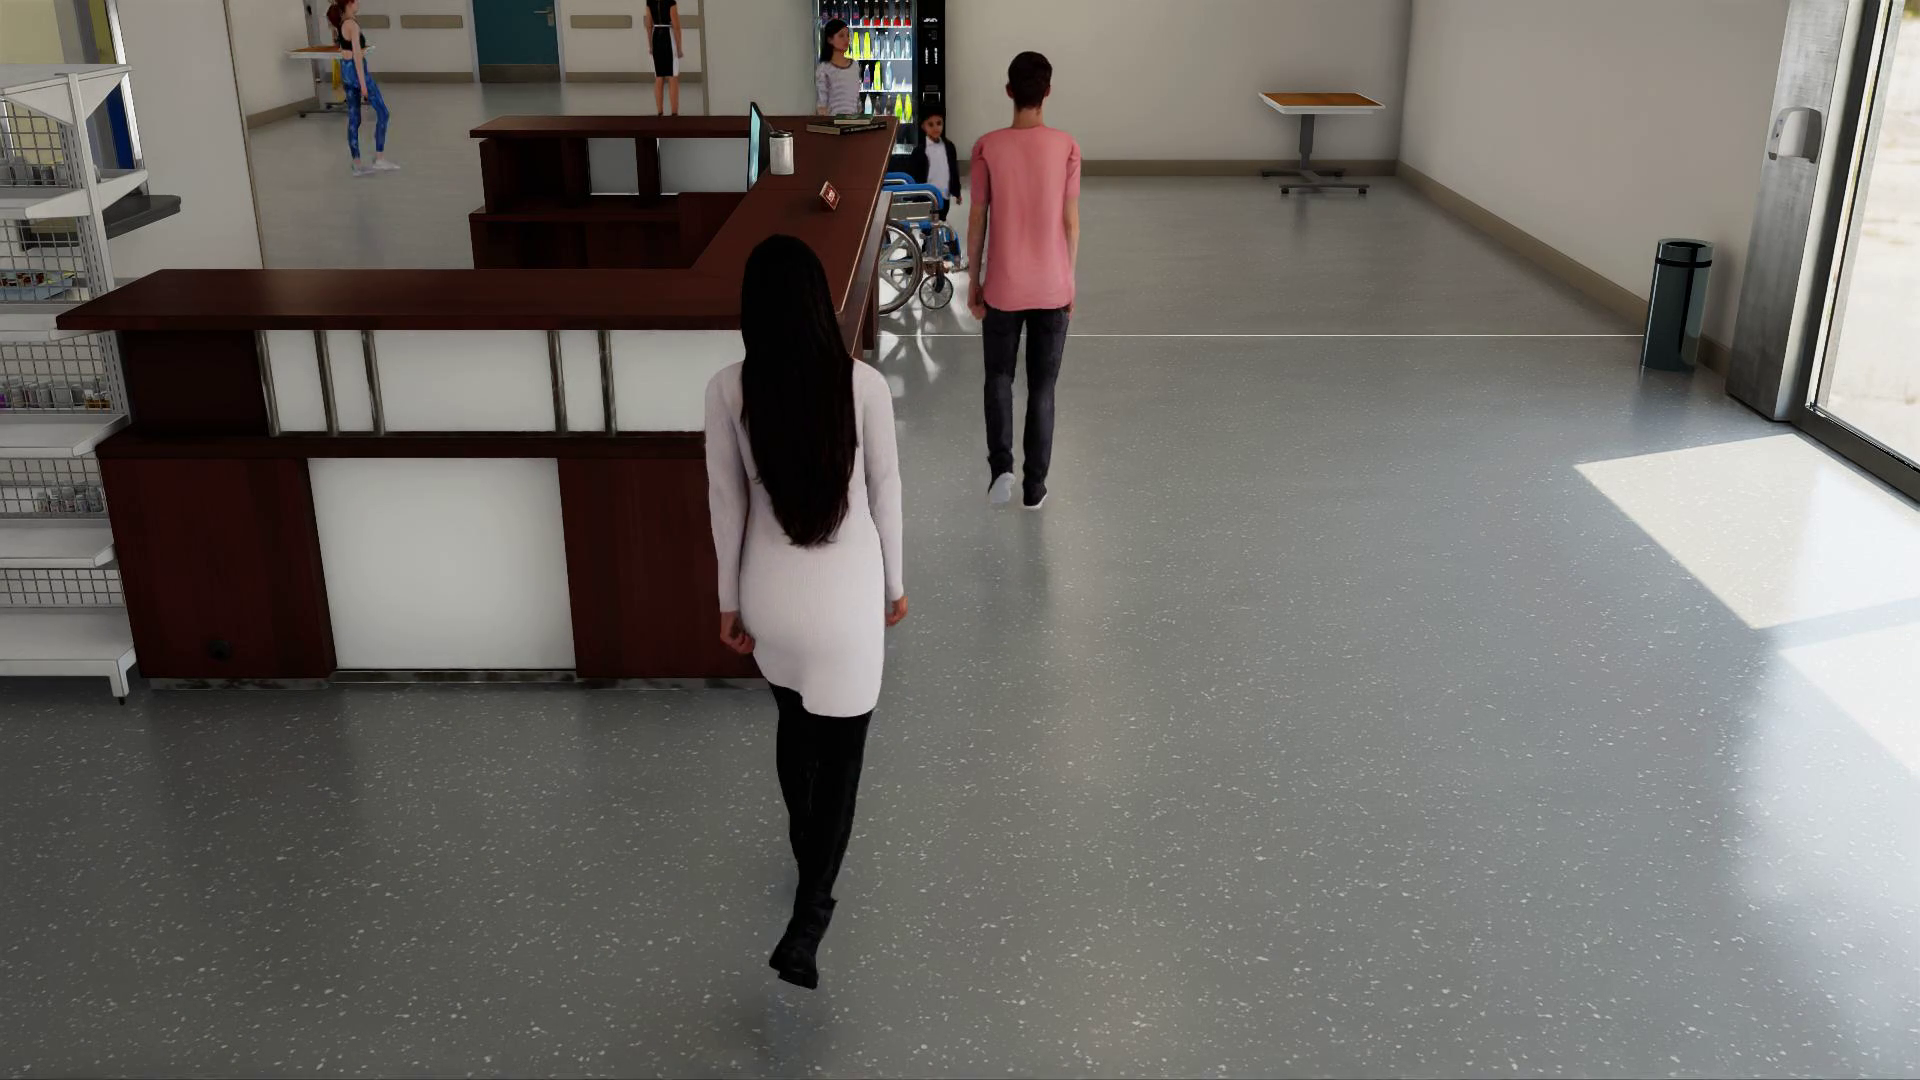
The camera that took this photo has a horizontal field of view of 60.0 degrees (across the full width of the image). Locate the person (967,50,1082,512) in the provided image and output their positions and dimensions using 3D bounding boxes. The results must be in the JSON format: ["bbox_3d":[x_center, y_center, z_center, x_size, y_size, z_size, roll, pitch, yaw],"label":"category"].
[{"bbox_3d":[0.278,-1.020,6.965,0.757,1.943,0.703,2,21,4],"label":"person"}]

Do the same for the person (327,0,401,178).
[{"bbox_3d":[-5.966,-4.444,16.239,0.795,1.776,0.851,18,27,39],"label":"person"}]

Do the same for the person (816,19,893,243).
[{"bbox_3d":[-0.976,-3.086,12.756,1.027,1.704,1.058,-17,27,-38],"label":"person"}]

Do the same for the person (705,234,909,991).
[{"bbox_3d":[-0.374,0.211,3.945,1.088,1.779,0.780,3,21,8],"label":"person"}]

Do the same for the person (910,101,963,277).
[{"bbox_3d":[-0.212,-2.502,11.845,0.563,1.218,0.650,-13,24,-31],"label":"person"}]

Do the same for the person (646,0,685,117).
[{"bbox_3d":[-3.569,-5.922,20.114,0.562,1.795,0.712,8,22,20],"label":"person"}]

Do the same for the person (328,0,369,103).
[{"bbox_3d":[-8.164,-6.593,22.242,0.917,1.544,0.801,12,24,29],"label":"person"}]
